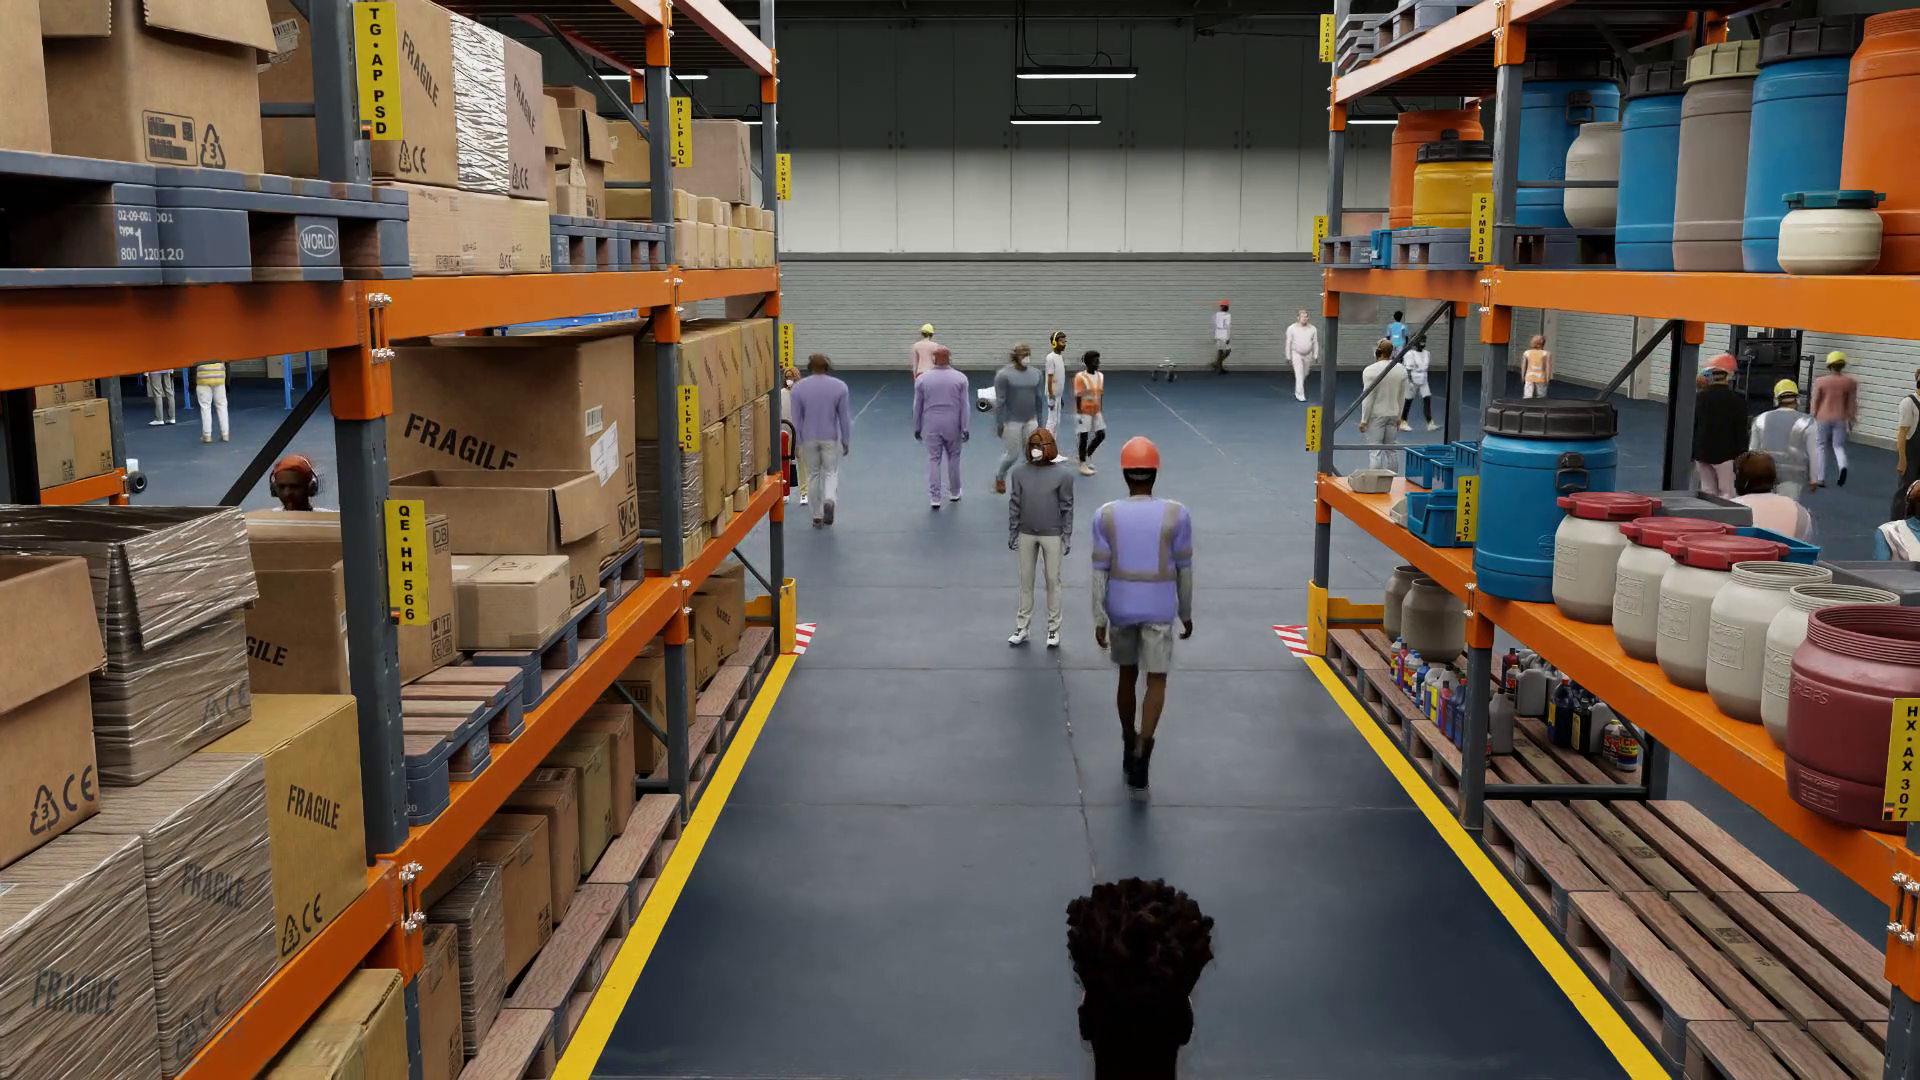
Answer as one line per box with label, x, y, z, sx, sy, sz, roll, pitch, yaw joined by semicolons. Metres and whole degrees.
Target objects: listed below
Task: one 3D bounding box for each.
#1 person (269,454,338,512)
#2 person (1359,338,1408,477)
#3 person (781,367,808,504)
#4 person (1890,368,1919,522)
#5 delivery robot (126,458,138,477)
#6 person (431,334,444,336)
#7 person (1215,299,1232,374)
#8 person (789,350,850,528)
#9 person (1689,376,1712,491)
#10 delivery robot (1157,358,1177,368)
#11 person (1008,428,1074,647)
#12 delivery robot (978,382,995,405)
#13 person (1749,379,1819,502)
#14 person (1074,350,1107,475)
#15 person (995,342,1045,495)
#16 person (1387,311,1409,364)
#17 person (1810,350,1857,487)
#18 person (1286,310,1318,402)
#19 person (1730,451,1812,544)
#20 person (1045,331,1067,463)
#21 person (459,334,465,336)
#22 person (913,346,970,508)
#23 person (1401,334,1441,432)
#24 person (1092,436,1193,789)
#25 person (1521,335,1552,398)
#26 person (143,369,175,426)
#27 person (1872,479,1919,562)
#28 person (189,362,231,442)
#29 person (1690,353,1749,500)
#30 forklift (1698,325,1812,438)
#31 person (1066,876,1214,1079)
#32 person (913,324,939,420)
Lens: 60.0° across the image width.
person;-3.448;0.489;8.669;0.586;1.862;0.636;0;9;-1
person;5.119;-1.477;20.200;0.631;1.940;0.372;-5;11;-26
person;-1.969;-1.239;19.684;0.504;1.632;0.269;1;10;9
person;9.496;-0.811;16.514;0.505;1.841;0.331;-5;11;-26
delivery robot;-10.510;-0.865;20.516;0.477;0.478;0.707;3;10;18
person;-7.457;-2.007;23.669;0.579;1.844;0.912;3;10;17
person;6.734;-5.211;42.606;0.465;1.925;0.542;-7;12;-37
person;-1.500;-1.069;17.796;0.645;1.925;0.614;-1;10;-8
person;8.288;-1.043;18.609;0.781;1.603;0.497;-5;11;-29
delivery robot;5.020;-4.305;40.345;0.335;0.223;0.698;6;12;34
person;0.598;-0.027;12.419;0.498;1.634;0.282;4;10;22
delivery robot;0.712;-2.805;32.136;0.707;0.478;0.477;2;10;10
person;7.577;-0.592;15.387;0.840;1.784;0.575;-6;11;-33
person;1.736;-1.713;22.355;0.543;1.683;0.358;-7;12;-37
person;0.688;-1.410;19.872;0.634;1.925;0.579;-5;11;-27
person;10.716;-4.786;40.806;0.534;1.676;0.760;6;11;32
person;11.038;-1.520;21.026;0.529;1.751;0.598;2;10;12
person;7.091;-3.838;34.542;0.651;1.879;0.892;-1;10;-9
person;4.491;0.381;9.525;0.651;1.785;0.996;-1;10;-5
person;1.377;-2.052;23.848;0.315;1.869;0.526;3;10;20
person;-8.822;-3.082;30.078;0.564;1.849;0.388;0;9;1
person;-0.208;-1.343;19.605;0.680;1.860;0.947;1;9;4
person;7.746;-2.631;27.939;0.546;1.662;0.834;-4;10;-25
person;0.978;0.392;9.113;0.551;1.911;0.848;3;10;16
person;9.974;-2.755;28.859;0.526;1.603;0.837;6;11;33
person;-14.098;-2.974;29.233;0.382;1.917;0.585;5;11;29
person;5.452;0.455;9.514;0.514;1.642;0.310;1;10;5
person;-11.981;-2.493;26.581;0.633;1.840;0.429;-8;12;-40
person;7.288;-0.813;16.091;0.563;1.979;0.630;-5;11;-29
forklift;13.248;-3.165;27.620;1.129;2.768;1.873;0;9;1
person;0.259;1.472;2.517;0.606;1.948;0.590;0;9;0
person;-0.569;-2.988;29.788;0.546;1.761;0.369;6;11;31
